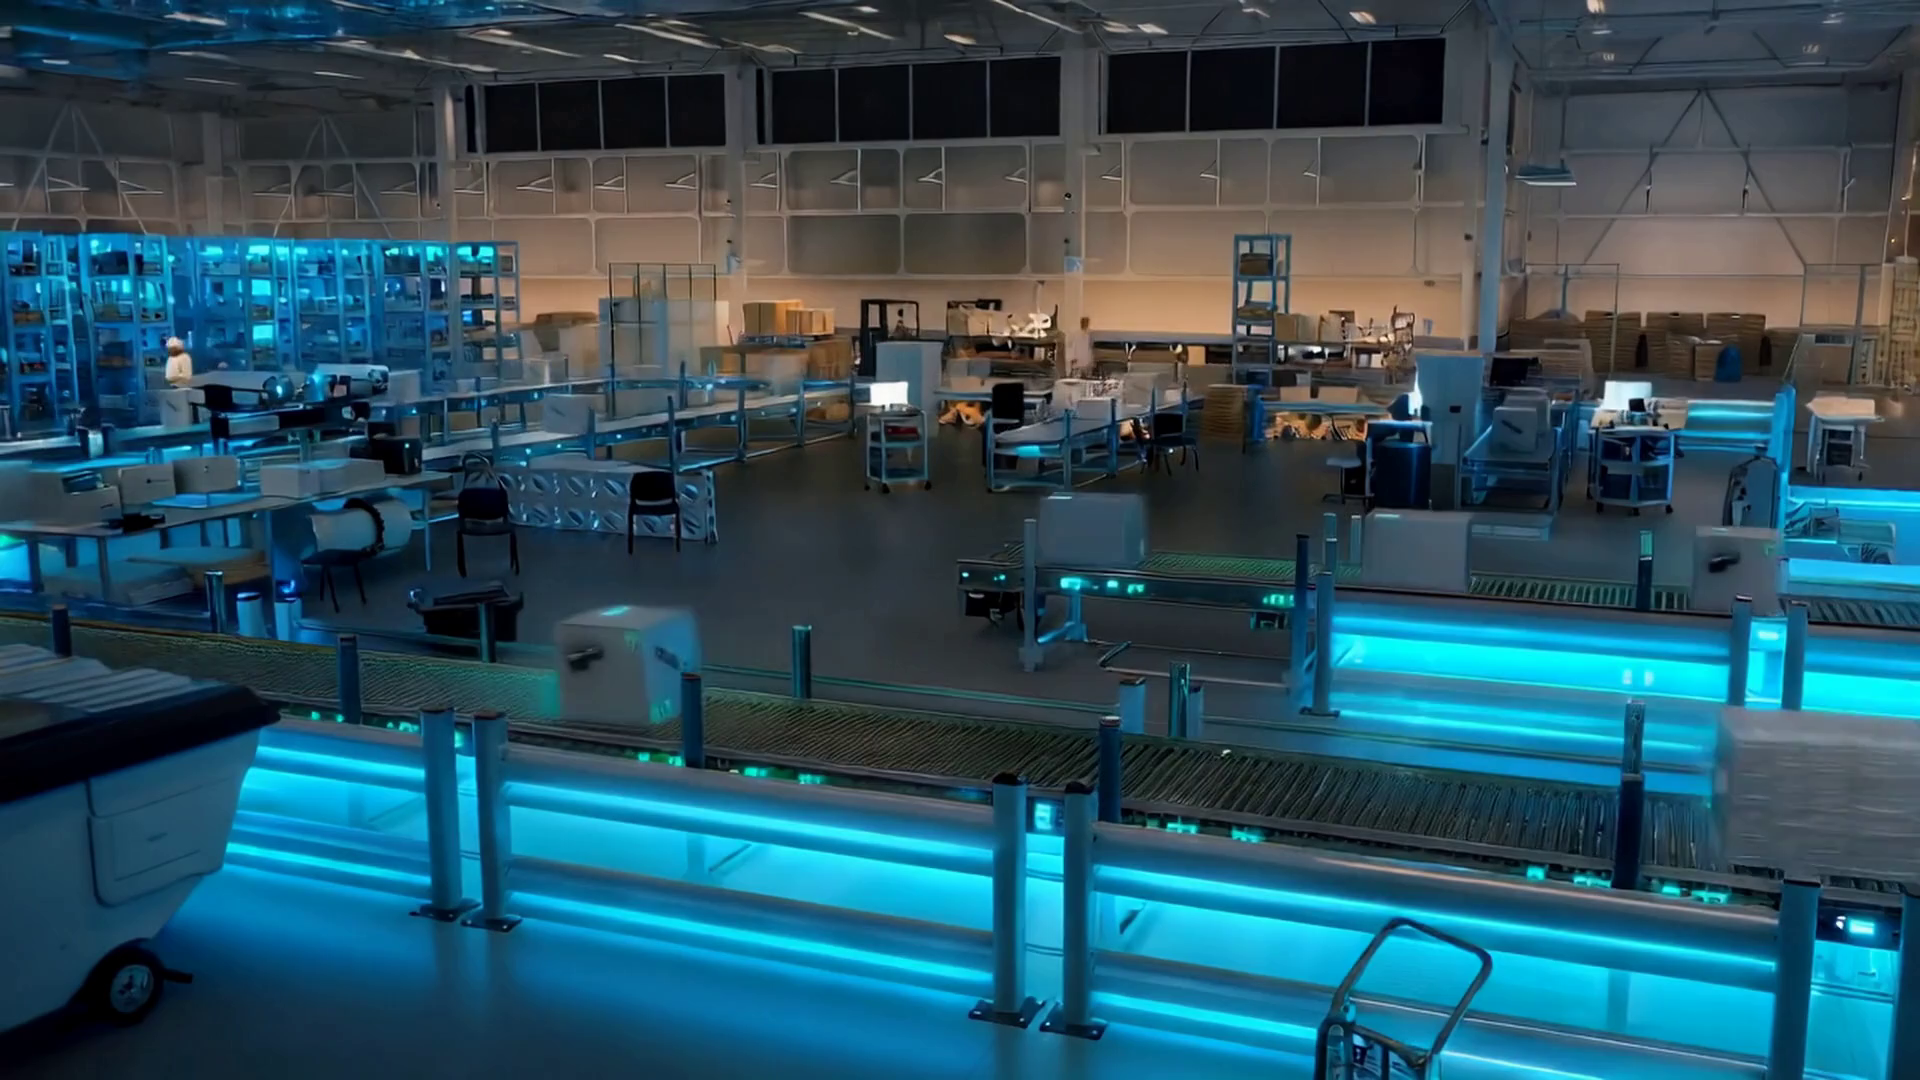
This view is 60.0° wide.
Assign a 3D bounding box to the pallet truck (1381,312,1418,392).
[{"bbox_3d":[10.207,-4.283,38.369,0.823,1.965,1.885,3,10,20],"label":"pallet truck"}]

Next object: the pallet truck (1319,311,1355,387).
[{"bbox_3d":[9.071,-4.419,39.190,0.823,1.965,1.885,5,10,26],"label":"pallet truck"}]

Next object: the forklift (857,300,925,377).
[{"bbox_3d":[-1.732,-5.109,42.468,1.157,1.987,2.680,4,10,22],"label":"forklift"}]

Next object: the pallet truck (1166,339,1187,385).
[{"bbox_3d":[5.418,-4.269,40.420,0.704,1.261,1.522,3,10,20],"label":"pallet truck"}]

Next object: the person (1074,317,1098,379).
[{"bbox_3d":[2.859,-4.202,38.324,1.002,1.862,0.643,-2,10,-14],"label":"person"}]

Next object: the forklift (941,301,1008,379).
[{"bbox_3d":[0.365,-4.966,41.571,1.157,1.987,2.680,3,10,20],"label":"forklift"}]

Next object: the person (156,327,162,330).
[{"bbox_3d":[-17.858,-3.991,37.109,0.572,1.832,0.398,-6,11,-34],"label":"person"}]

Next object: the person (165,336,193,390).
[{"bbox_3d":[-13.616,-2.616,28.818,0.627,1.807,0.704,5,11,29],"label":"person"}]

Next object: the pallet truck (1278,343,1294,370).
[{"bbox_3d":[7.886,-4.163,39.743,0.653,1.274,1.630,4,10,22],"label":"pallet truck"}]

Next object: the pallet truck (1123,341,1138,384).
[{"bbox_3d":[4.445,-4.380,41.279,0.680,1.201,1.601,4,10,22],"label":"pallet truck"}]
